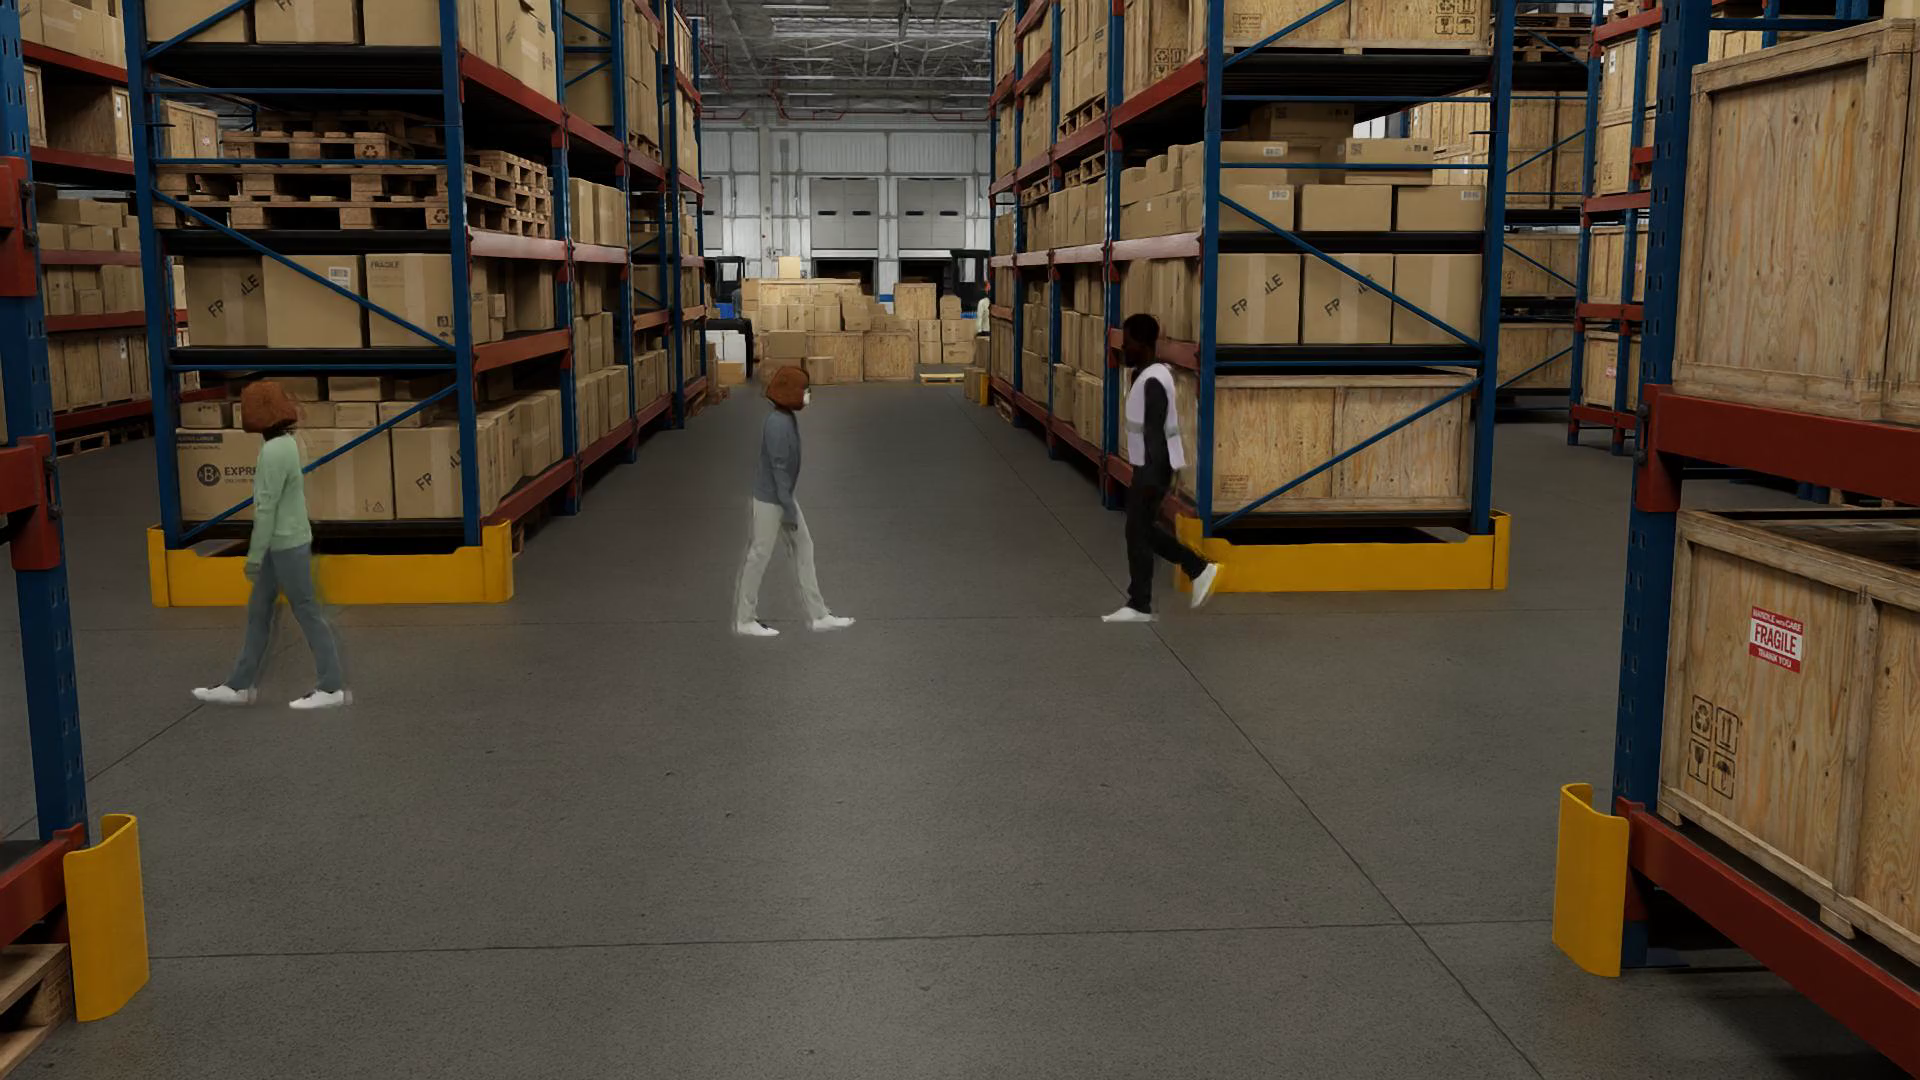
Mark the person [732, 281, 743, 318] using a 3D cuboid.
[{"bbox_3d":[-7.117,-7.448,54.044,0.627,1.941,0.371,5,10,27],"label":"person"}]

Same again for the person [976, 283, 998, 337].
[{"bbox_3d":[0.702,-4.281,34.050,0.797,1.964,0.641,8,12,41],"label":"person"}]

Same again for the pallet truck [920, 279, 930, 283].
[{"bbox_3d":[-0.932,-8.922,63.114,1.885,1.965,0.823,2,9,13],"label":"pallet truck"}]

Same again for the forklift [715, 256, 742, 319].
[{"bbox_3d":[-8.574,-9.187,62.019,1.129,2.768,1.873,-1,9,-4],"label":"forklift"}]

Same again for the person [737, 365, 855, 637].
[{"bbox_3d":[-0.968,-0.213,9.673,0.787,1.593,0.530,1,9,7],"label":"person"}]

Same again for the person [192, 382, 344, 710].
[{"bbox_3d":[-3.382,0.048,7.999,0.775,1.597,0.527,-3,10,-19],"label":"person"}]

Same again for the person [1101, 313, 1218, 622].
[{"bbox_3d":[1.227,-0.432,10.157,0.645,1.899,0.612,0,9,0],"label":"person"}]

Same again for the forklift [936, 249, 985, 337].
[{"bbox_3d":[0.202,-6.630,45.958,1.129,2.768,1.873,5,10,29],"label":"forklift"}]
